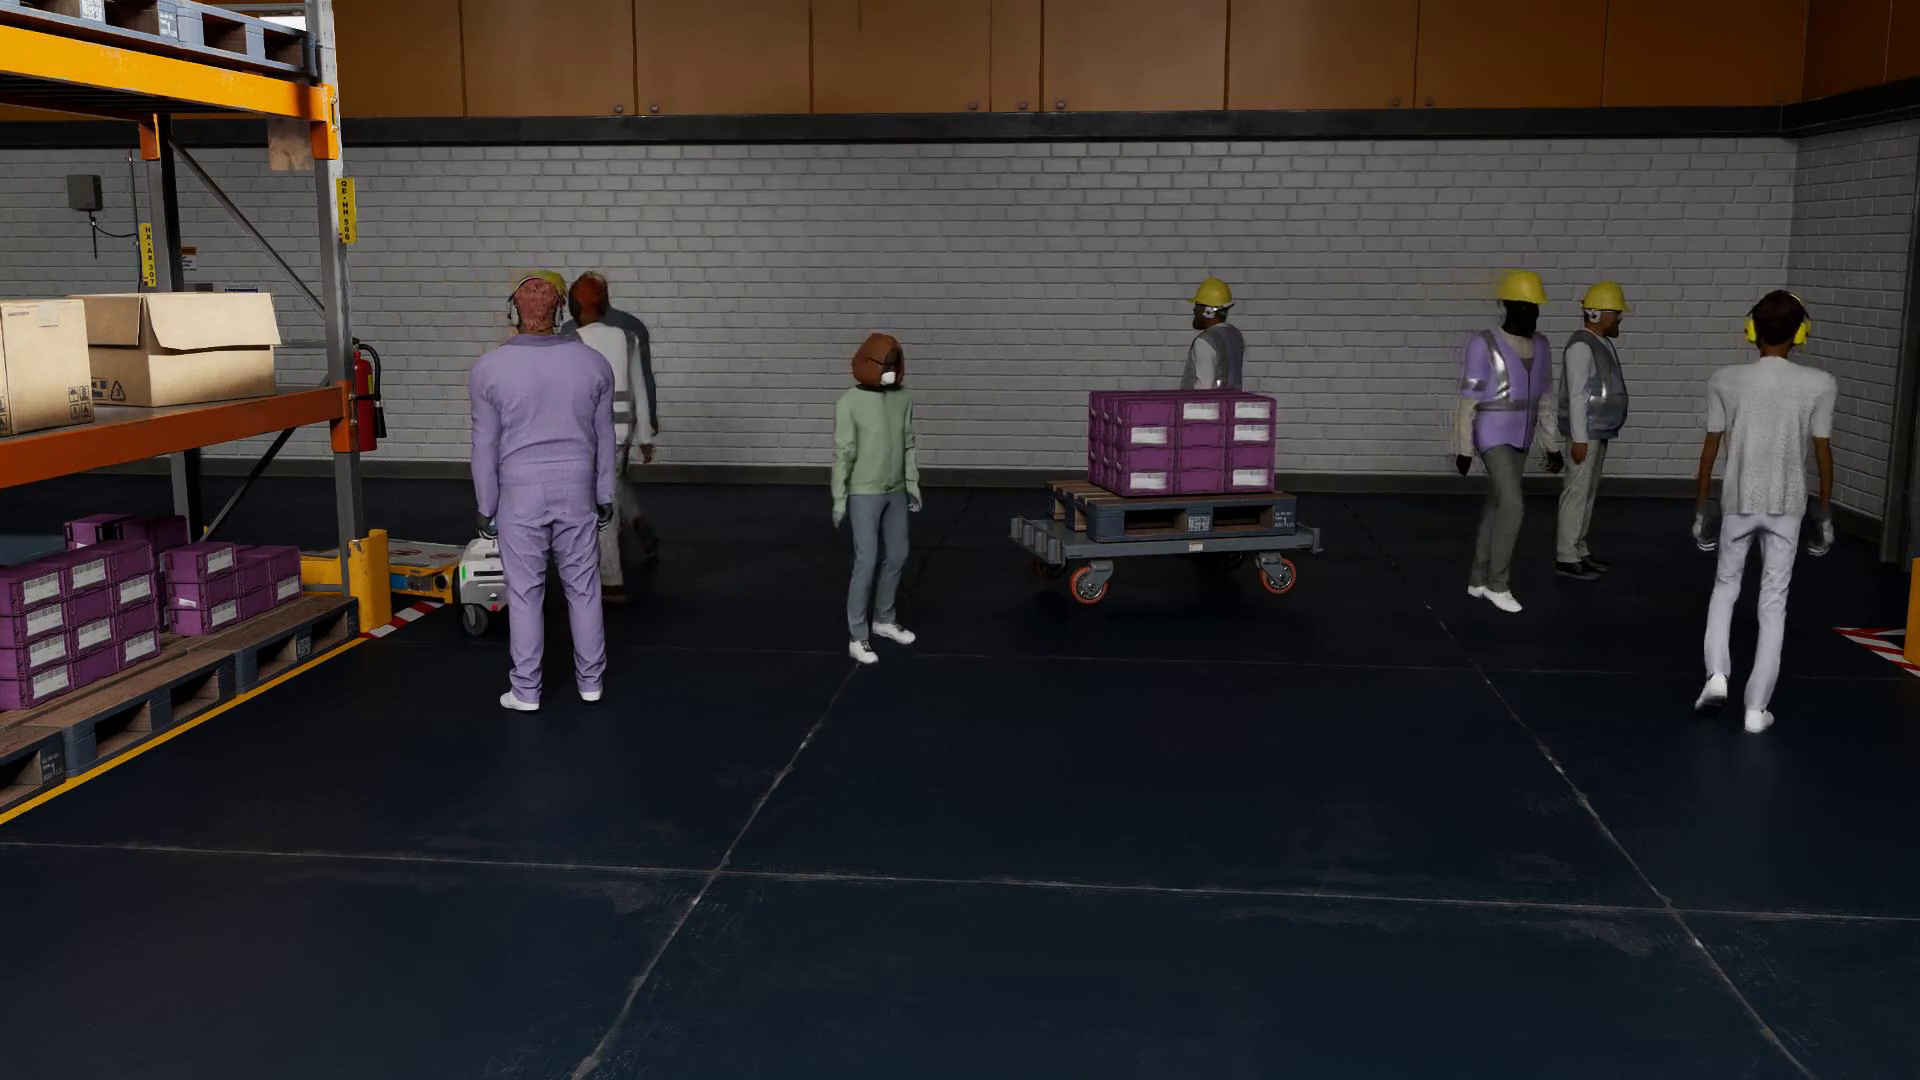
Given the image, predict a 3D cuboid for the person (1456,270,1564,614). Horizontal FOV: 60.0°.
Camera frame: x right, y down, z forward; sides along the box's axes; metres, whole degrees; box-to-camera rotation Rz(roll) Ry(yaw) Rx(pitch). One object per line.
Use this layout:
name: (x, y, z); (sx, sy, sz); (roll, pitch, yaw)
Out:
person: (3.127, -0.551, 9.342); (0.589, 1.903, 0.658); (-7, 12, -34)

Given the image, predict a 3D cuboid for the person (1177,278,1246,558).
person: (1.647, -0.802, 10.985); (0.404, 1.837, 0.594); (6, 11, 30)

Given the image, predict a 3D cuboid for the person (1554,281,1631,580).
person: (3.915, -0.680, 10.310); (0.404, 1.827, 0.601); (6, 12, 32)

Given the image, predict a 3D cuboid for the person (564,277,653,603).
person: (-2.117, -0.581, 9.649); (0.662, 1.857, 0.669); (8, 13, 39)

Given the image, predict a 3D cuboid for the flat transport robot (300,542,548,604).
flat transport robot: (-3.237, 0.173, 9.884); (1.431, 0.197, 0.652); (4, 11, 24)

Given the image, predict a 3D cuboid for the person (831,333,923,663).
person: (-0.431, -0.221, 8.278); (0.442, 1.620, 0.618); (9, 14, 43)

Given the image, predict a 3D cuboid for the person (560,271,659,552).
person: (-2.309, -0.848, 11.125); (0.661, 1.895, 0.918); (-8, 12, -37)

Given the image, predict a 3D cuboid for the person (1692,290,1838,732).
person: (3.391, -0.112, 6.996); (0.535, 1.857, 0.386); (6, 12, 32)

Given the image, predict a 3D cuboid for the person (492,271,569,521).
person: (-2.970, -0.996, 12.018); (1.057, 1.863, 0.609); (-5, 11, -26)

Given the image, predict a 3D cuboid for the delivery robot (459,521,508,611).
delivery robot: (-2.504, 0.143, 8.976); (0.477, 0.478, 0.707); (-2, 10, -12)

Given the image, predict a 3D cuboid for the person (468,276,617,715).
person: (-1.822, -0.191, 7.290); (0.643, 1.909, 0.410); (-6, 11, -30)
